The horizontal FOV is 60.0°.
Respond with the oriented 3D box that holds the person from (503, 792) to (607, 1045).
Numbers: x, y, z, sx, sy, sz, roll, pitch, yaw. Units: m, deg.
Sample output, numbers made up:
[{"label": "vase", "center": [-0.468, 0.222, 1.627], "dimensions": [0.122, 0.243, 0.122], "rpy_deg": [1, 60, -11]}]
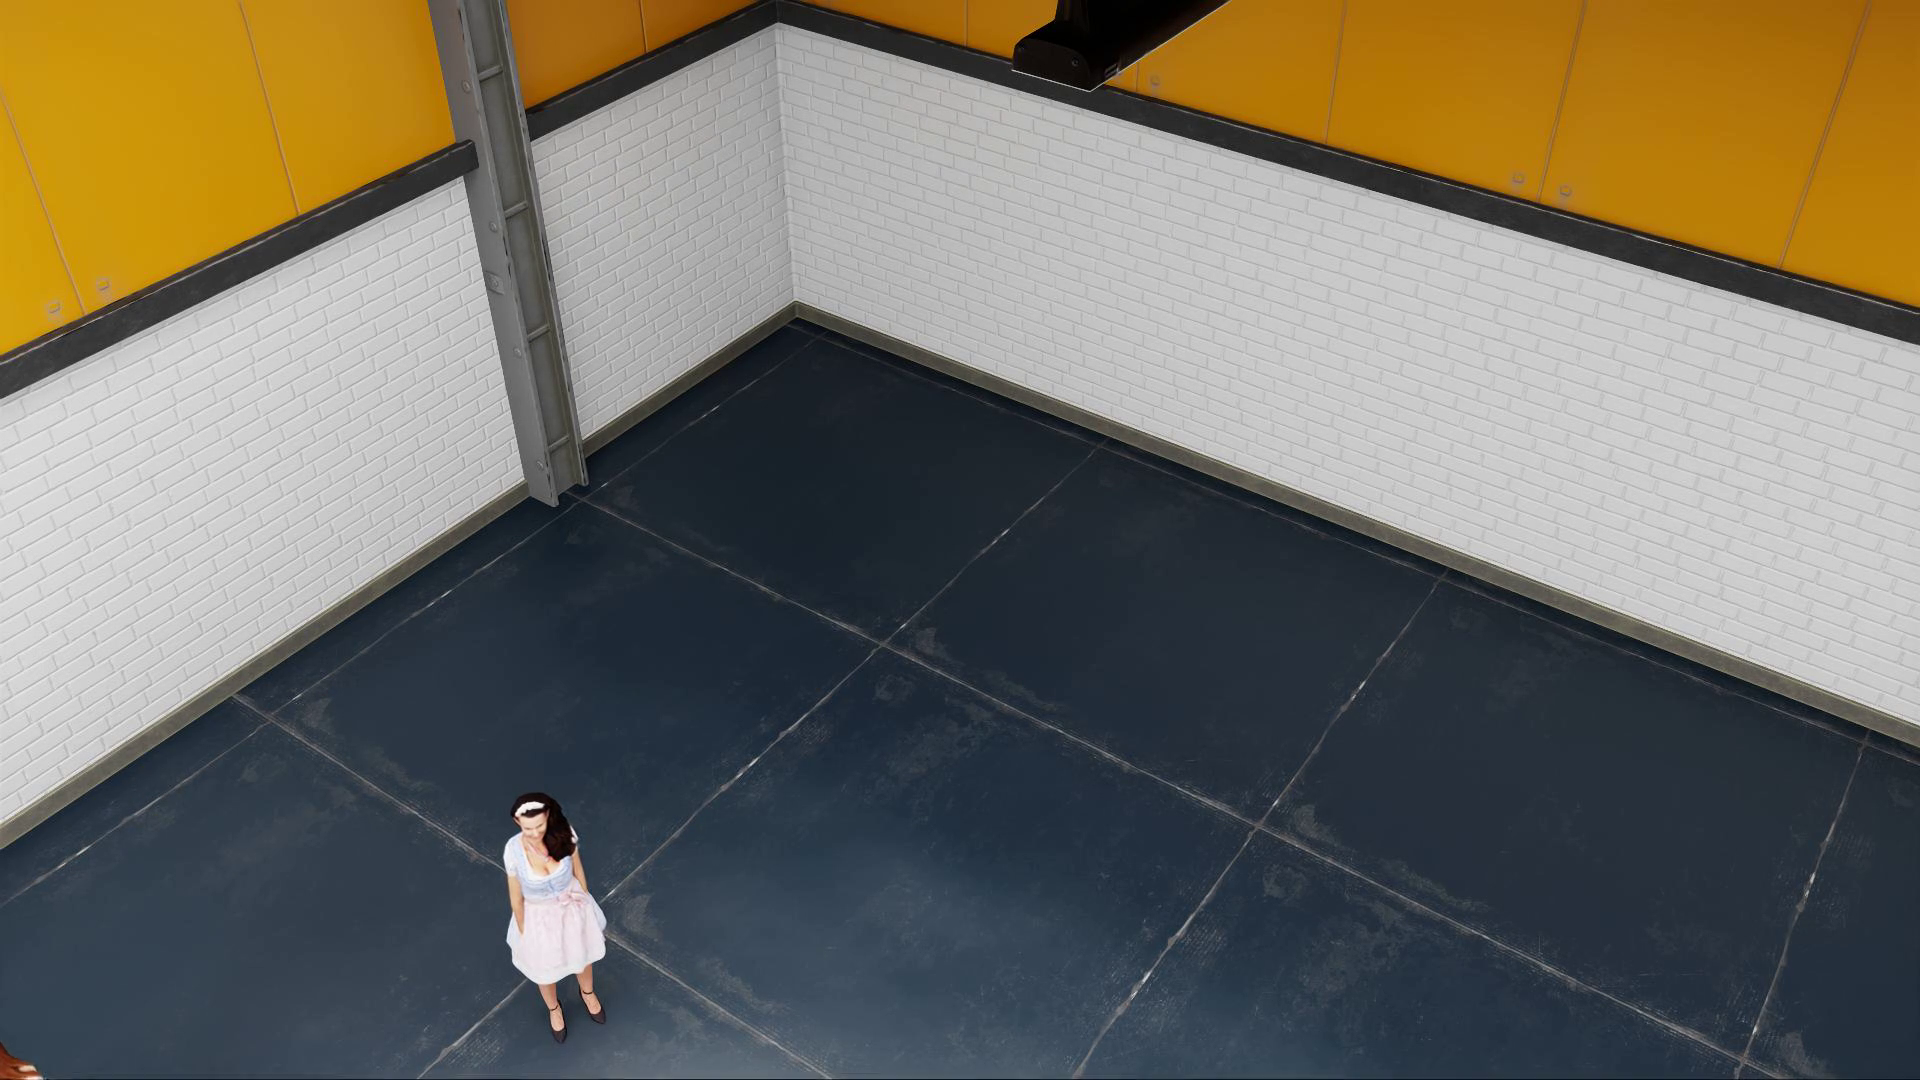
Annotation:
[{"label": "person", "center": [-2.174, 2.012, 8.903], "dimensions": [0.809, 1.818, 0.888], "rpy_deg": [-19, 42, -22]}]
